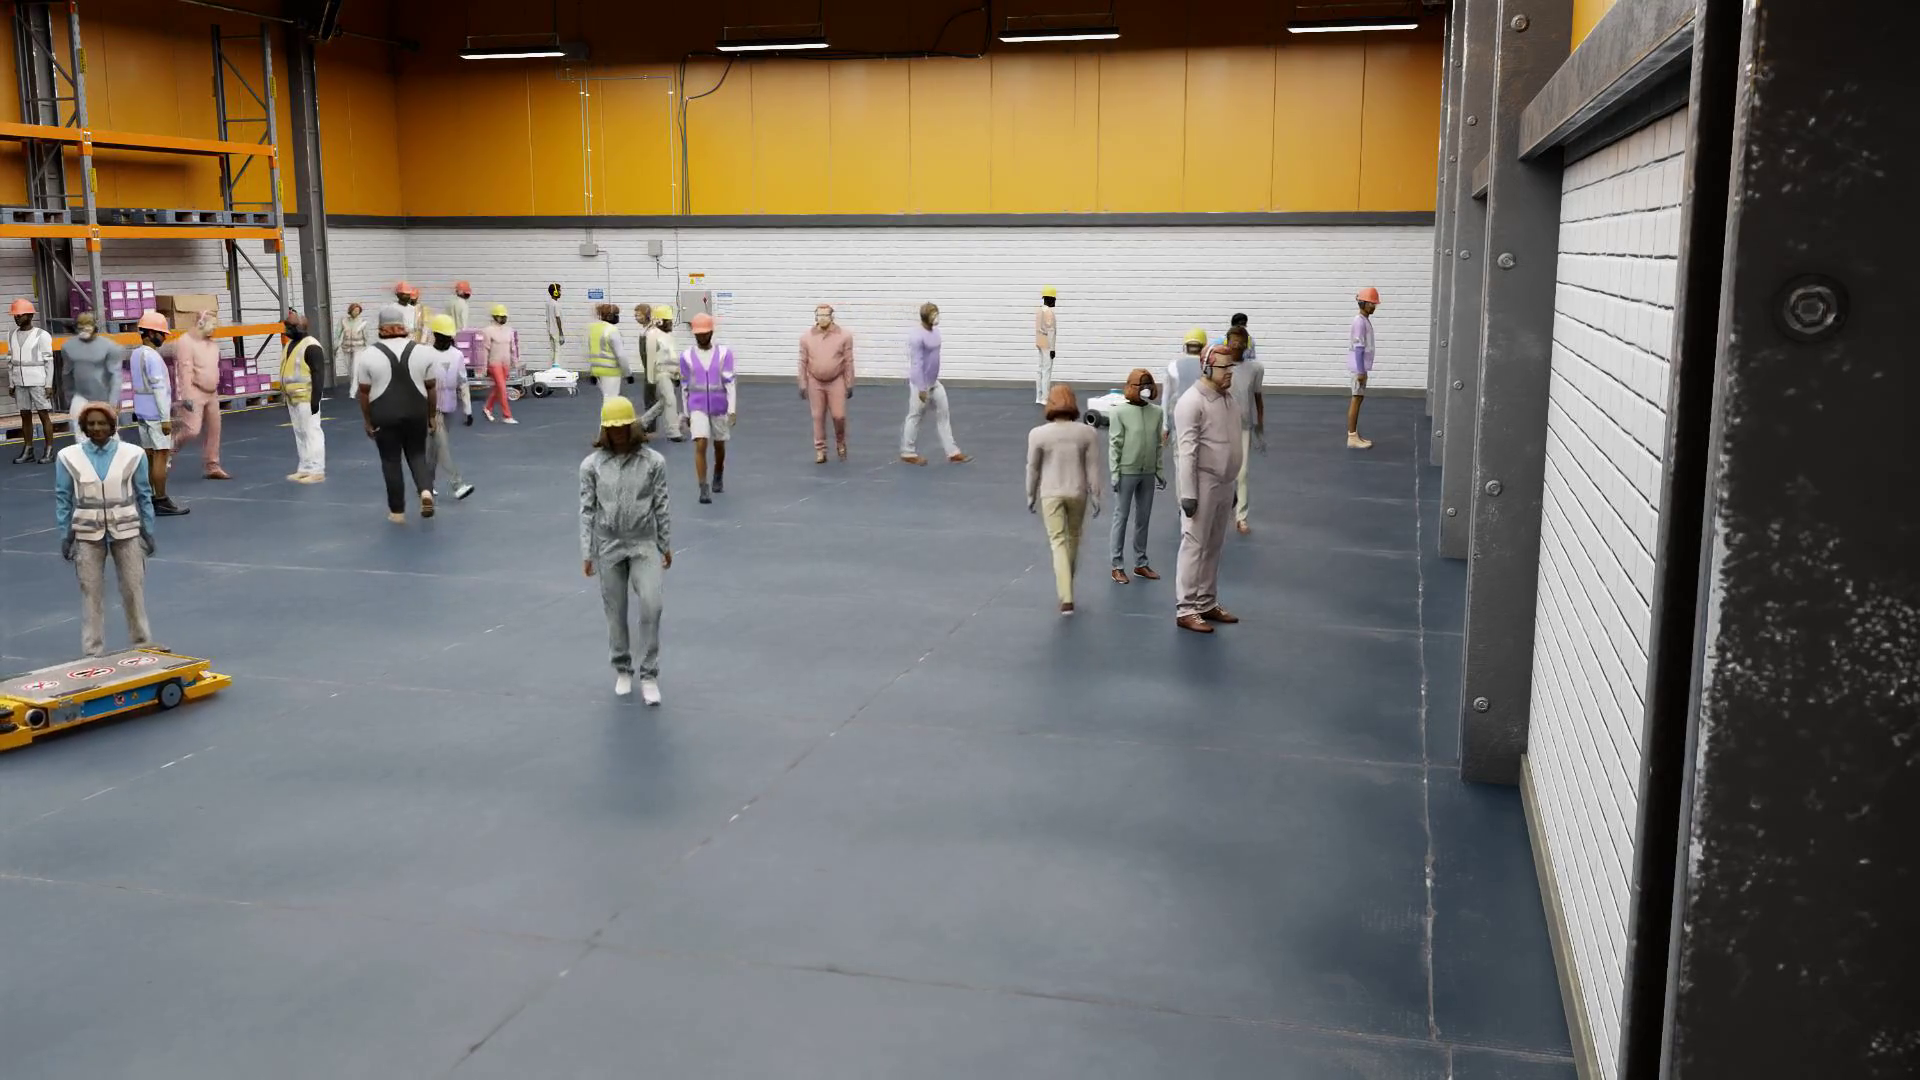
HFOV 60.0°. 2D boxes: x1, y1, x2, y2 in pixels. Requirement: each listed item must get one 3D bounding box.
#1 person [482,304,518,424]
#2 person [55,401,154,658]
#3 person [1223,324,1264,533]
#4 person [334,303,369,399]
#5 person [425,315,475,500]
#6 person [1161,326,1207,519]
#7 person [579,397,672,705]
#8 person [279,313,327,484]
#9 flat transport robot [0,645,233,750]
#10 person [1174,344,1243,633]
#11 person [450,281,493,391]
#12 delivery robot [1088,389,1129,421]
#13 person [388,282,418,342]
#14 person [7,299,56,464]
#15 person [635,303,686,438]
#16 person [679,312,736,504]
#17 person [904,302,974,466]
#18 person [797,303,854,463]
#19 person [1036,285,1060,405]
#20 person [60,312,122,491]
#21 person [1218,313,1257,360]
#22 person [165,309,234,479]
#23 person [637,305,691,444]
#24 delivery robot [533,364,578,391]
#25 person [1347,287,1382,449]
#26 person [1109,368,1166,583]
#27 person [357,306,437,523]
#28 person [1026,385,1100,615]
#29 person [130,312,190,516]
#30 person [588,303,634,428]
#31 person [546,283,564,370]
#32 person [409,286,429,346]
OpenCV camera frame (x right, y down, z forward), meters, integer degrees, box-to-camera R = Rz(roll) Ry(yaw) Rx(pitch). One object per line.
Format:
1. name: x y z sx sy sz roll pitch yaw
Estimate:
1. person: -6.721 -2.561 24.146 0.850 1.735 0.528 7 12 35
2. person: -5.113 -0.014 9.974 0.521 1.637 0.310 -5 11 -25
3. person: 2.448 -0.989 14.837 0.532 1.869 0.318 1 10 4
4. person: -10.284 -3.215 28.171 0.569 1.604 0.703 -2 10 -9
5. person: -5.228 -1.339 16.836 1.028 1.858 0.603 7 12 36
6. person: 2.186 -1.097 15.600 0.614 1.811 0.434 3 10 14
7. person: -1.865 0.066 9.297 0.509 1.715 0.709 -2 10 -13
8. person: -7.108 -1.528 17.965 0.633 1.841 0.429 9 13 41
9. flat transport robot: -4.786 0.832 9.046 0.652 0.197 1.431 5 11 27
10. person: 1.688 -0.350 11.114 0.401 1.907 0.646 7 12 36
11. person: -8.733 -3.593 29.397 0.612 1.926 0.912 9 13 40
12. delivery robot: 2.161 -1.875 23.309 0.707 0.478 0.477 6 12 31
13. person: -8.743 -3.068 26.270 1.049 1.986 0.633 8 13 37
14. person: -10.925 -1.853 19.534 0.543 1.939 0.360 1 10 5
15. person: -4.025 -2.259 22.208 0.657 1.813 0.568 -4 11 -24
16. person: -2.551 -1.356 16.837 0.548 1.906 0.860 -2 10 -10
17. person: -0.274 -1.777 19.183 0.936 1.903 0.660 5 11 27
18. person: -1.581 -1.836 19.585 0.662 1.894 0.435 1 10 3
19. person: 1.410 -3.128 26.782 0.368 1.925 0.594 -3 10 -16
20. person: -9.171 -1.473 17.580 0.675 1.869 1.024 -1 10 -3
21. person: 3.651 -2.108 21.659 0.554 1.681 0.568 -3 11 -18
22. person: -8.396 -1.584 18.212 0.734 1.871 0.695 2 10 12
23. person: -3.903 -2.155 21.626 0.797 1.810 0.593 3 10 15
24. delivery robot: -6.853 -2.743 28.224 0.707 0.478 0.477 0 10 1
25. person: 5.115 -2.178 21.098 0.393 2.036 0.605 3 10 16
26. person: 1.353 -0.493 12.695 0.499 1.632 0.279 -6 12 -30
27. person: -5.194 -1.167 15.361 0.689 2.000 0.585 -6 12 -30
28. person: 0.725 -0.296 11.716 0.501 1.577 0.885 -1 10 -8
29. person: -7.633 -1.191 15.816 0.543 1.928 0.374 10 14 43
30. person: -4.455 -2.159 21.653 0.759 1.821 0.634 -8 13 -39
31. person: -7.457 -3.798 30.742 0.328 1.872 0.514 -8 13 -38
32. person: -9.418 -3.478 28.920 0.543 1.891 0.914 2 10 11
